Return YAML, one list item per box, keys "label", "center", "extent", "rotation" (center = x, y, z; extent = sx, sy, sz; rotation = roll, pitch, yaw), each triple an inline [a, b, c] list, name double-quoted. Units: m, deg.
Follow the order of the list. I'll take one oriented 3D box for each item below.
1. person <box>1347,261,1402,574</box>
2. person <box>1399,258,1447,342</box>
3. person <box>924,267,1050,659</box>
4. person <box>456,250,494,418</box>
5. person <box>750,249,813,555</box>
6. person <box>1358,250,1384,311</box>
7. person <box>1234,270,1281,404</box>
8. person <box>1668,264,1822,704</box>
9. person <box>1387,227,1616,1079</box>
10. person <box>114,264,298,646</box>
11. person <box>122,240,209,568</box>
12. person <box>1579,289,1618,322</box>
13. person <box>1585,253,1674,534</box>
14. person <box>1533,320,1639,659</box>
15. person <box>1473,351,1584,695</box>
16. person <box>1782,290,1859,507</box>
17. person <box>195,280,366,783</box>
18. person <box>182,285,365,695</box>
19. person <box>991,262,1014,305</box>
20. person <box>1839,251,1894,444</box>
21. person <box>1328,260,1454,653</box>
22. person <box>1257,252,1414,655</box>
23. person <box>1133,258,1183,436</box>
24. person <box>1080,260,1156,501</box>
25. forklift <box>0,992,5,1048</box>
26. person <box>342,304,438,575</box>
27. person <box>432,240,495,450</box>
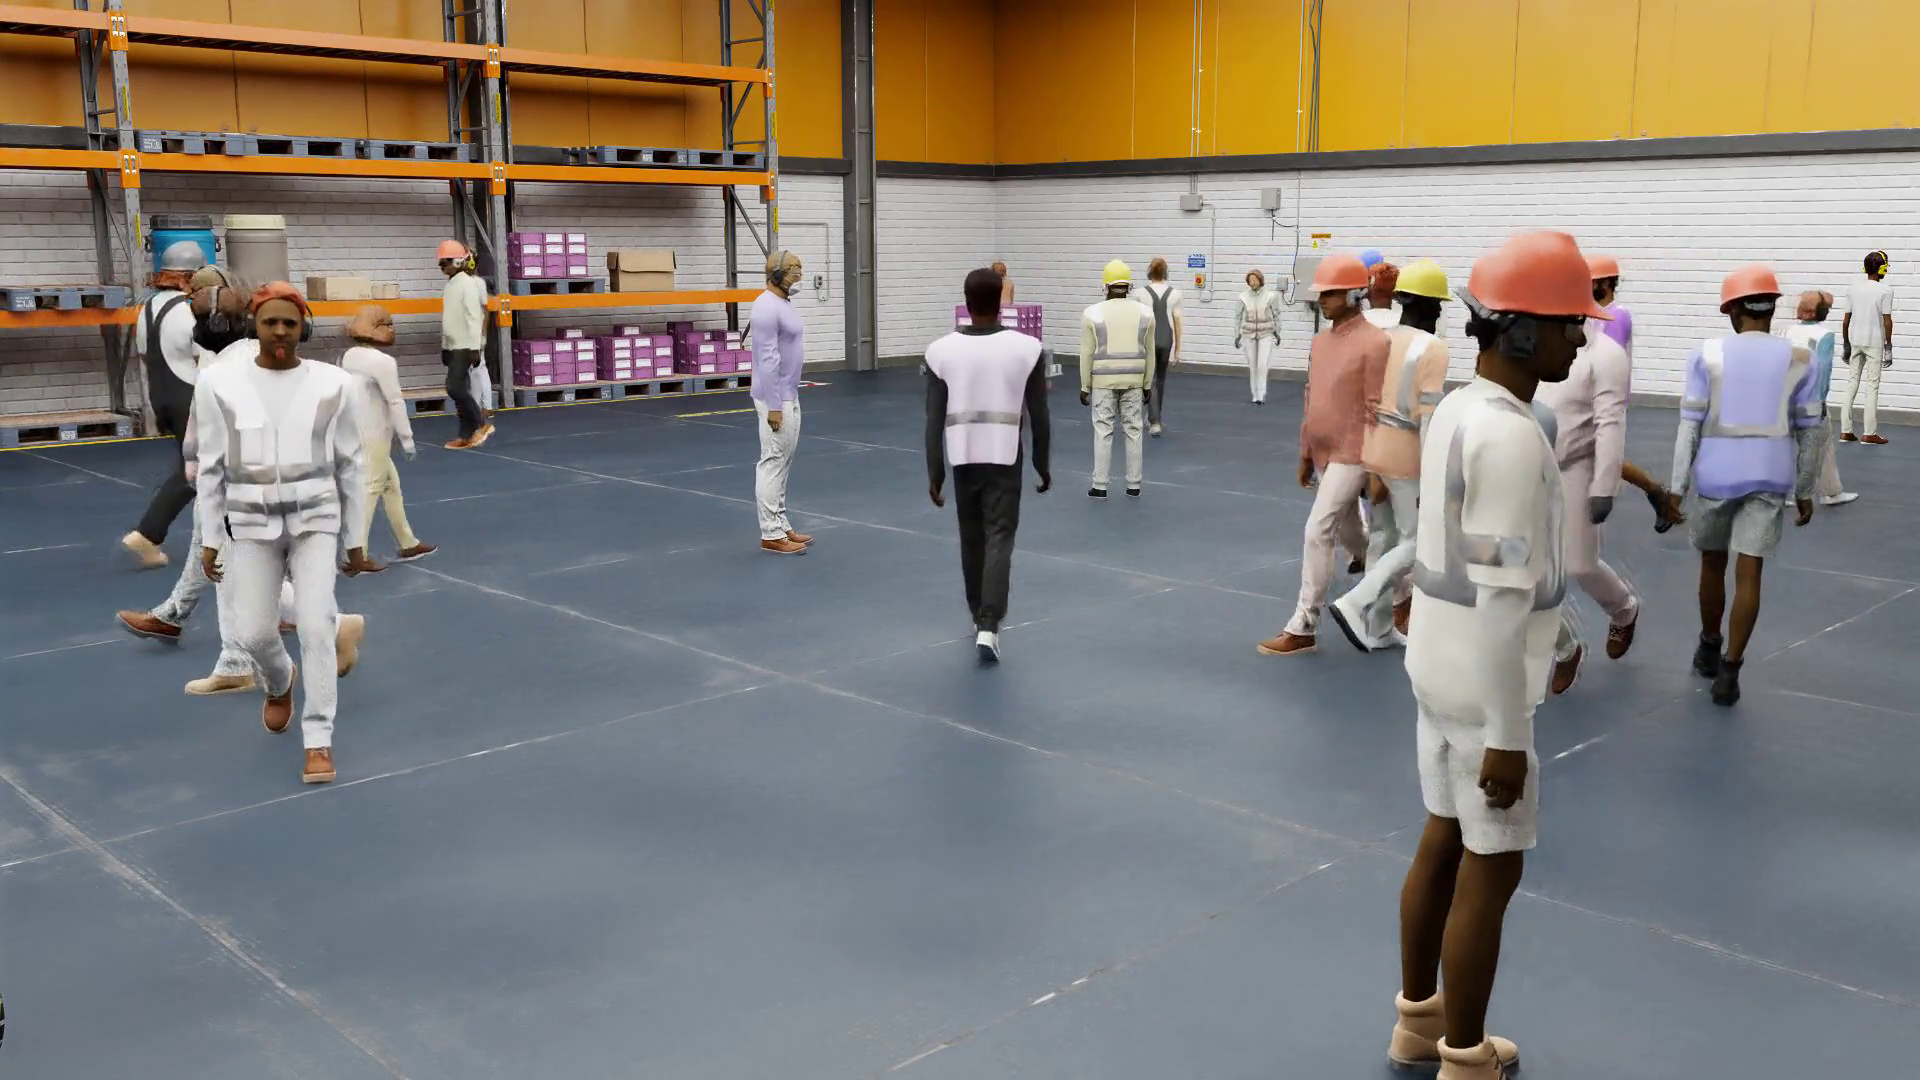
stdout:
- label: "person"
  center: [2.441, -0.688, 9.755]
  extent: [0.577, 1.873, 0.586]
  rotation: [0, 10, 1]
- label: "person"
  center: [5.146, -2.244, 18.530]
  extent: [0.523, 1.769, 0.324]
  rotation: [3, 11, 16]
- label: "person"
  center: [0.128, -0.387, 8.131]
  extent: [0.596, 1.882, 1.002]
  rotation: [2, 11, 9]
- label: "person"
  center: [-5.401, -2.276, 18.422]
  extent: [0.314, 1.869, 0.536]
  rotation: [-9, 14, -42]
- label: "person"
  center: [-1.145, -0.880, 10.630]
  extent: [0.373, 1.937, 0.629]
  rotation: [1, 10, 4]
- label: "person"
  center: [3.610, -1.649, 14.945]
  extent: [0.984, 1.900, 0.623]
  rotation: [-2, 11, -10]
- label: "person"
  center: [3.548, -2.421, 19.919]
  extent: [0.535, 1.596, 0.772]
  rotation: [4, 11, 20]
- label: "person"
  center: [3.473, -0.265, 7.391]
  extent: [0.592, 1.882, 0.867]
  rotation: [4, 11, 20]
- label: "person"
  center: [1.220, 0.323, 3.785]
  extent: [0.391, 2.040, 0.613]
  rotation: [1, 10, 4]
- label: "person"
  center: [-3.657, -0.407, 8.207]
  extent: [1.035, 1.867, 0.691]
  rotation: [-5, 12, -26]
- label: "person"
  center: [-4.787, -0.866, 10.267]
  extent: [0.689, 2.000, 0.963]
  rotation: [8, 13, 37]
- label: "person"
  center: [4.975, -1.227, 13.061]
  extent: [0.304, 1.740, 0.484]
  rotation: [-3, 11, -16]
- label: "person"
  center: [4.353, -0.931, 11.002]
  extent: [0.787, 1.909, 0.576]
  rotation: [1, 10, 3]
- label: "person"
  center: [2.780, -0.292, 7.629]
  extent: [0.778, 1.882, 0.655]
  rotation: [-8, 13, -35]
- label: "person"
  center: [2.378, -0.068, 7.110]
  extent: [0.763, 1.599, 0.490]
  rotation: [-6, 12, -31]
- label: "person"
  center: [6.350, -1.034, 12.327]
  extent: [0.757, 1.606, 0.541]
  rotation: [-3, 11, -14]
- label: "person"
  center: [-2.544, -0.047, 6.290]
  extent: [0.590, 1.862, 0.651]
  rotation: [-4, 11, -19]
- label: "person"
  center: [-3.047, -0.200, 7.270]
  extent: [0.721, 1.821, 0.628]
  rotation: [-2, 11, -11]
- label: "person"
  center: [0.595, -3.265, 24.448]
  extent: [0.512, 1.638, 0.312]
  rotation: [-10, 14, -42]
- label: "person"
  center: [8.846, -1.869, 16.201]
  extent: [0.329, 1.873, 0.515]
  rotation: [-6, 12, -28]
- label: "person"
  center: [2.041, -0.372, 7.943]
  extent: [0.619, 1.907, 0.598]
  rotation: [-5, 12, -26]
- label: "person"
  center: [1.932, -0.429, 8.154]
  extent: [0.994, 1.952, 0.634]
  rotation: [-3, 11, -17]
- label: "person"
  center: [1.991, -1.965, 16.926]
  extent: [0.526, 1.802, 0.960]
  rotation: [-1, 10, -6]
- label: "person"
  center: [1.192, -1.208, 12.690]
  extent: [0.591, 1.837, 0.403]
  rotation: [-2, 11, -10]
- label: "forklift"
  center: [-3.245, 0.323, 3.363]
  extent: [2.313, 2.155, 1.214]
  rotation: [2, 11, 13]
- label: "person"
  center: [-3.438, -0.616, 10.063]
  extent: [0.532, 1.602, 0.758]
  rotation: [10, 14, 42]
- label: "person"
  center: [-4.727, -1.824, 15.659]
  extent: [0.441, 1.974, 0.643]
  rotation: [-8, 13, -36]
